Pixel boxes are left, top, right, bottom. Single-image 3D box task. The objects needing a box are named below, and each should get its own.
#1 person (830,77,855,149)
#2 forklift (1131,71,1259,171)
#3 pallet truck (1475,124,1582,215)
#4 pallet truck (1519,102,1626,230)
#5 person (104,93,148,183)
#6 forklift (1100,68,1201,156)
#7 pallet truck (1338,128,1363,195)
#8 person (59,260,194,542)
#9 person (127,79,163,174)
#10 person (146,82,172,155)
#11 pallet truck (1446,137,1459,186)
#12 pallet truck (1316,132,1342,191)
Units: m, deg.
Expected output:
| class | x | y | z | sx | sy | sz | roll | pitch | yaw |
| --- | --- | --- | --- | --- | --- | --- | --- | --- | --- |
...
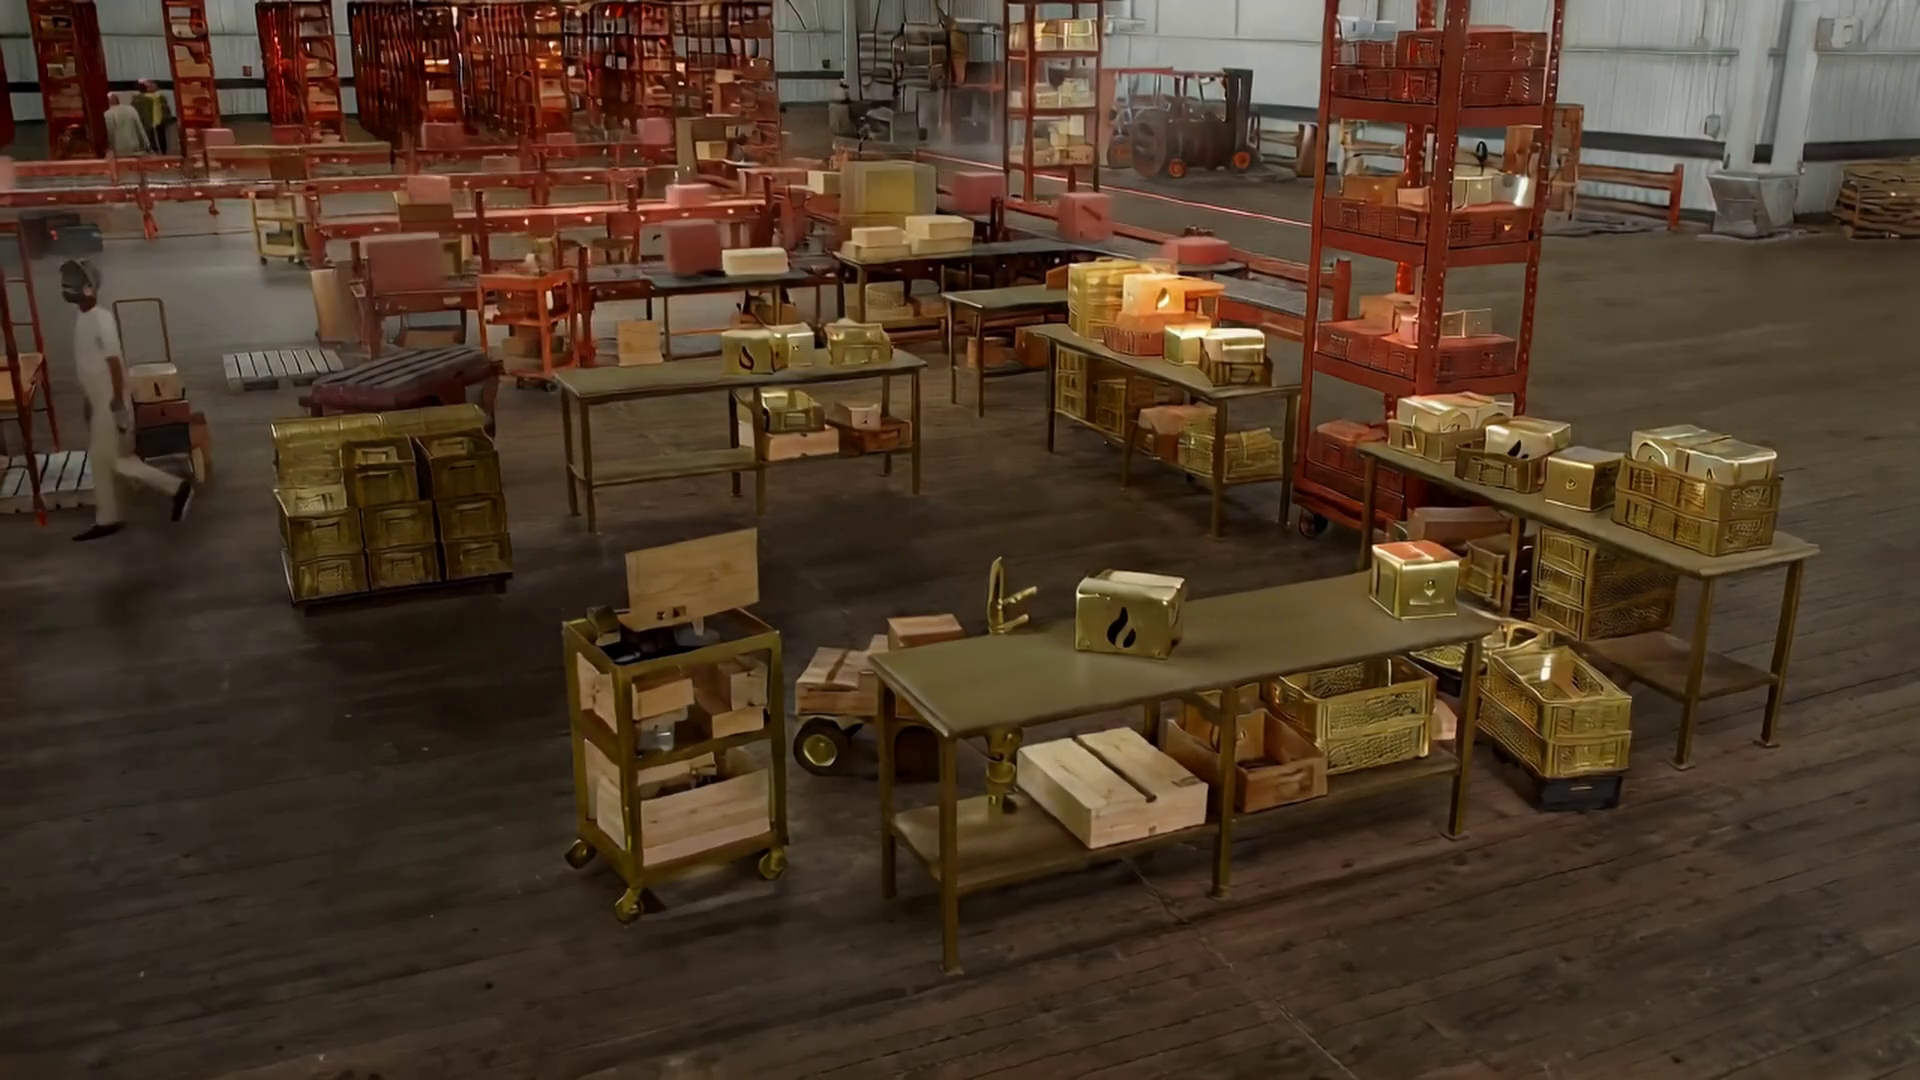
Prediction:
| class | x | y | z | sx | sy | sz | roll | pitch | yaw |
| --- | --- | --- | --- | --- | --- | --- | --- | --- | --- |
| person | -3.025 | -10.884 | 42.394 | 0.601 | 1.800 | 0.895 | 9 | 20 | 25 |
| forklift | 4.998 | -8.936 | 35.413 | 2.680 | 1.987 | 1.157 | -9 | 20 | -25 |
| pallet truck | 9.707 | -6.455 | 28.103 | 1.885 | 1.965 | 0.823 | -7 | 19 | -20 |
| pallet truck | 9.972 | -6.037 | 26.785 | 1.885 | 1.965 | 0.823 | -9 | 20 | -25 |
| person | -16.113 | -7.726 | 32.321 | 0.796 | 1.879 | 0.396 | -3 | 18 | -9 |
| forklift | 4.082 | -9.564 | 37.410 | 2.680 | 1.987 | 1.157 | -8 | 19 | -23 |
| pallet truck | 7.845 | -7.140 | 31.411 | 1.522 | 1.261 | 0.704 | -9 | 20 | -25 |
| person | -5.560 | -0.925 | 10.927 | 0.694 | 1.853 | 0.517 | -15 | 23 | -39 |
| person | -17.536 | -8.891 | 35.780 | 0.387 | 1.992 | 0.626 | 16 | 24 | 41 |
| person | -18.786 | -9.790 | 38.919 | 0.579 | 1.818 | 0.830 | -7 | 19 | -22 |
| pallet truck | 9.184 | -6.485 | 29.328 | 1.630 | 1.274 | 0.653 | -8 | 19 | -23 |
| pallet truck | 7.723 | -7.504 | 32.656 | 1.601 | 1.201 | 0.680 | -8 | 19 | -23 |
